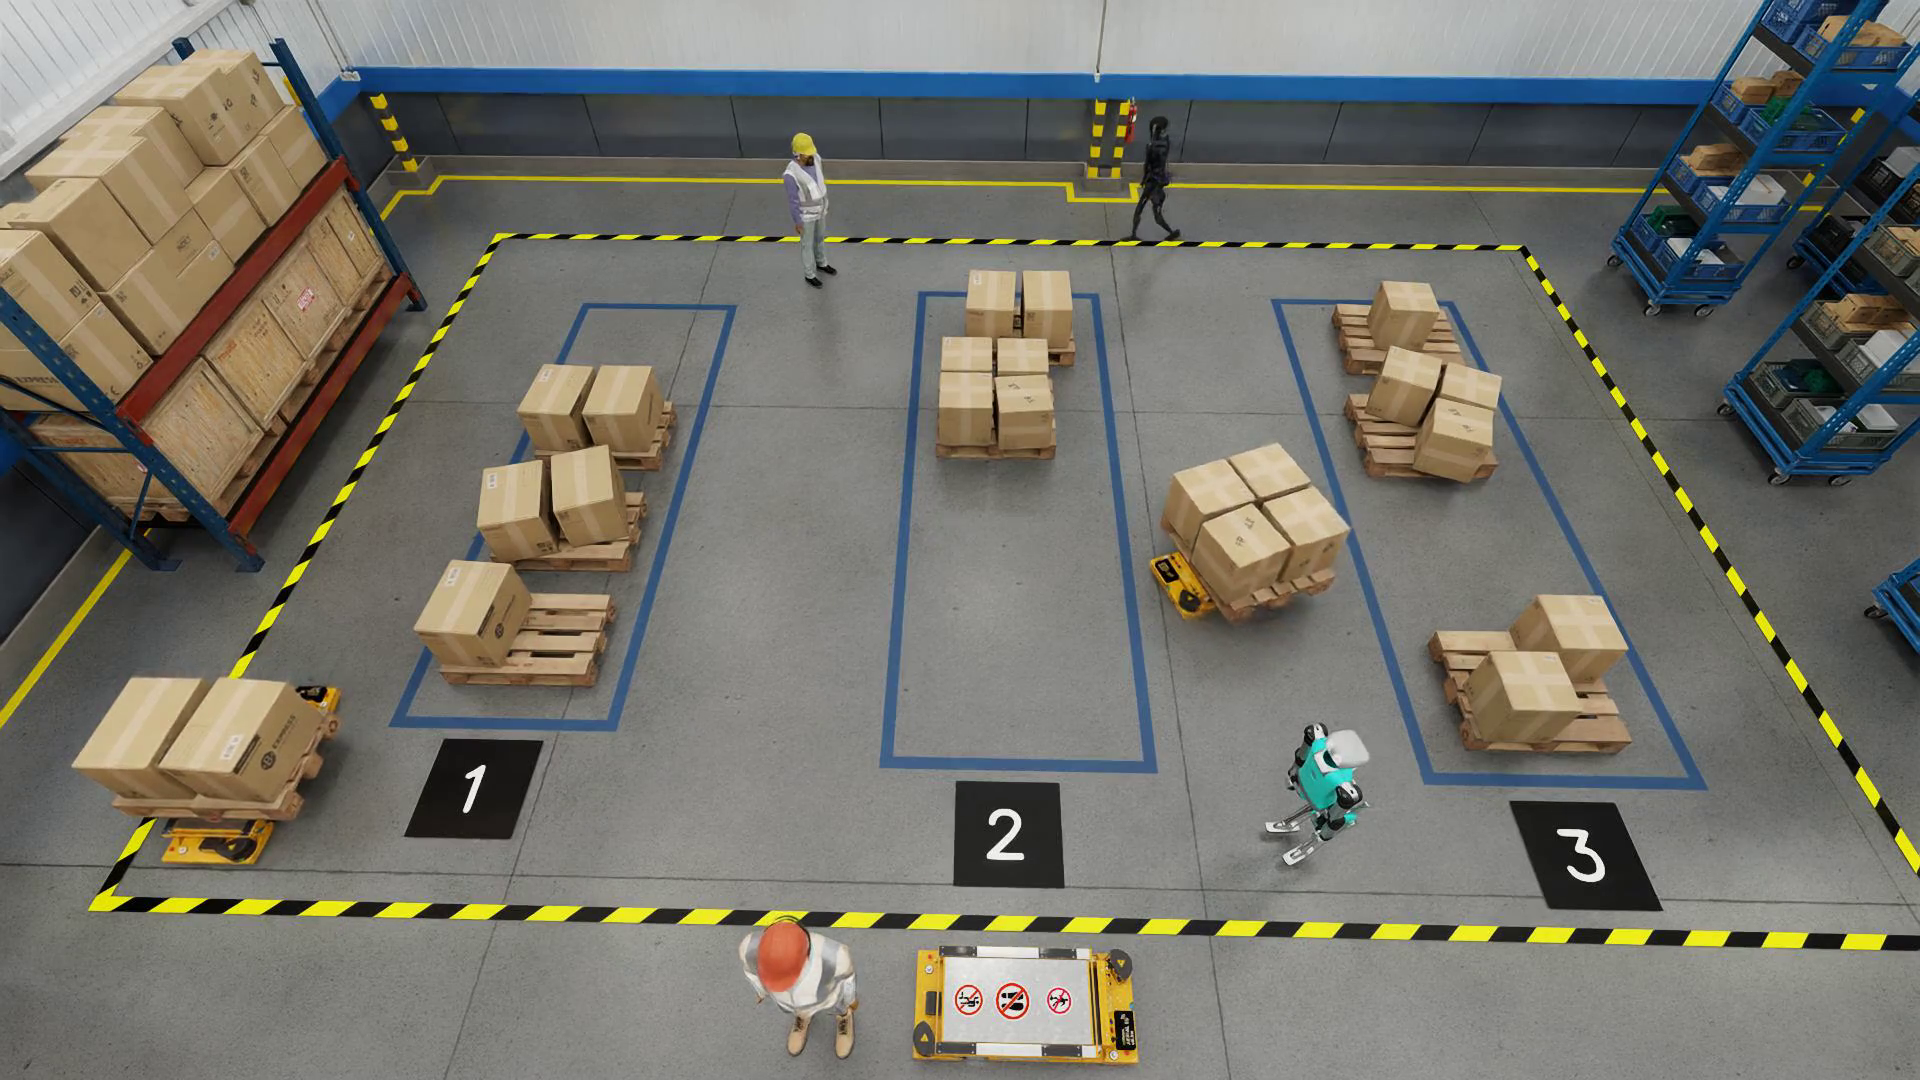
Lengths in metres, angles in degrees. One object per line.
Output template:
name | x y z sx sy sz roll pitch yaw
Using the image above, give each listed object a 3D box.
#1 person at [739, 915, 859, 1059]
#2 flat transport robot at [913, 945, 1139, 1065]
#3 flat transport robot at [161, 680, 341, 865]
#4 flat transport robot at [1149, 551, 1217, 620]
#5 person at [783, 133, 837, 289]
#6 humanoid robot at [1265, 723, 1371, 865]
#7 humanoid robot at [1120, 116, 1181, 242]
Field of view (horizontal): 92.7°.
person | -0.884 2.587 5.234 0.613 2.040 0.376 4 51 3
flat transport robot | 0.422 3.041 6.007 1.431 0.231 0.659 1 51 1
flat transport robot | -5.438 1.750 7.041 0.652 0.197 1.431 1 51 1
flat transport robot | 2.510 0.212 8.295 1.431 0.197 0.652 -16 53 -13
person | -1.712 -3.804 10.577 0.404 1.830 0.598 24 55 18
humanoid robot | 2.506 1.681 6.079 0.735 1.680 0.533 -11 52 -9
humanoid robot | 2.434 -4.345 11.154 0.739 1.645 0.610 -7 51 -6
